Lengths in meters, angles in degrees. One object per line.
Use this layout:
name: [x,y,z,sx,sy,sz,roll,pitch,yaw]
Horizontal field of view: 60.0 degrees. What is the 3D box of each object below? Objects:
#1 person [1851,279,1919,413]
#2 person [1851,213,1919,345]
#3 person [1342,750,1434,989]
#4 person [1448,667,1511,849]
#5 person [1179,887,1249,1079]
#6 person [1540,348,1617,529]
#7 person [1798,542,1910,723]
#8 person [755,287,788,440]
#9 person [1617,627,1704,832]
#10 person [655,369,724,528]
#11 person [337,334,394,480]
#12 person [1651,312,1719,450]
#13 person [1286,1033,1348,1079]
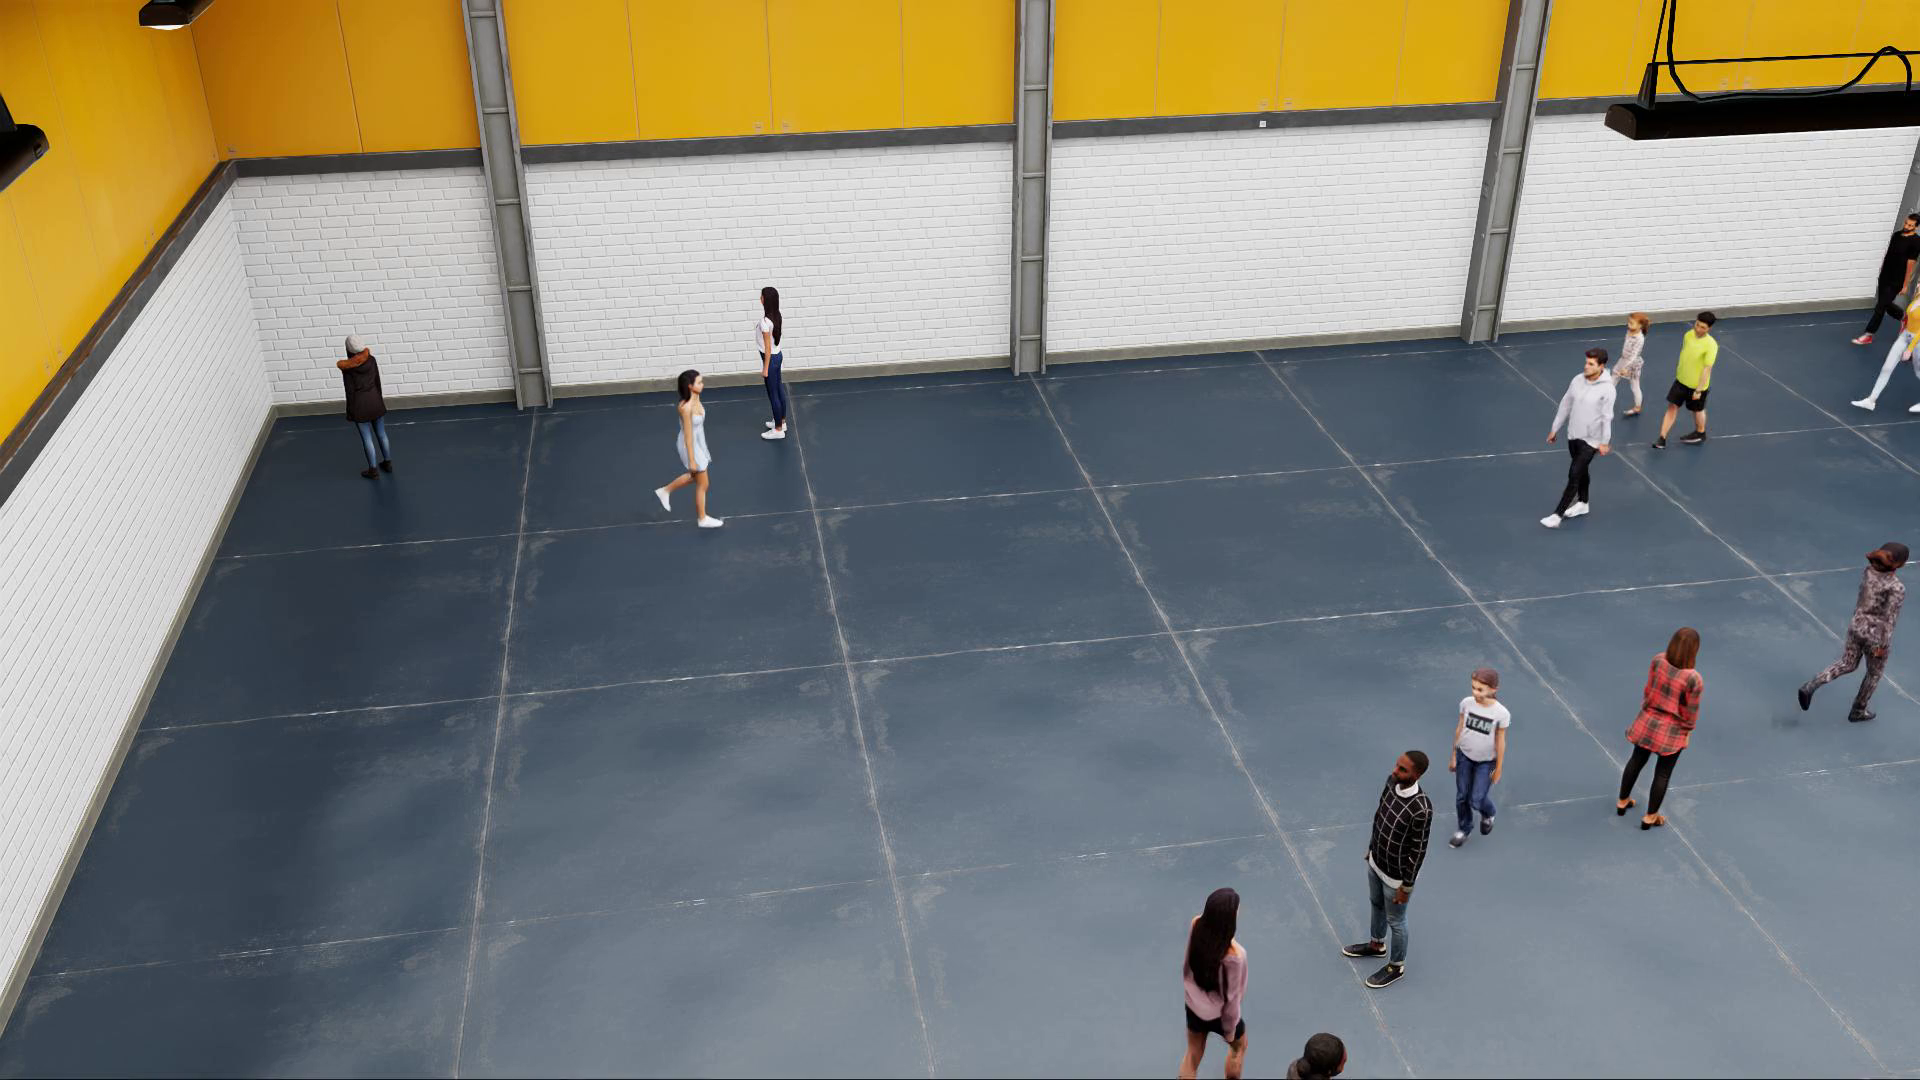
person: [11.083,-2.233,19.167,1.189,1.706,0.706,0,29,0]
person: [11.924,-3.298,21.103,1.051,1.723,0.650,-4,29,-8]
person: [2.894,2.142,11.027,0.583,1.821,0.680,-8,30,-14]
person: [3.861,1.577,12.352,0.717,1.543,0.786,20,35,32]
person: [1.412,2.823,9.807,0.895,1.793,0.815,-19,34,-31]
person: [6.386,-1.062,16.826,1.185,1.893,0.961,-16,32,-27]
person: [7.382,0.780,13.650,0.948,1.699,0.561,-4,29,-8]
person: [-2.101,-1.998,18.665,0.620,1.774,0.652,4,29,8]
person: [5.279,1.404,12.508,0.677,1.699,0.690,-17,33,-28]
person: [-2.784,-0.914,16.745,1.007,1.710,0.772,4,29,8]
person: [-6.355,-1.444,17.797,0.805,1.633,0.743,19,34,31]
person: [8.134,-1.771,18.392,1.162,1.637,0.897,-11,30,-19]
person: [2.017,3.309,9.057,0.604,1.659,0.721,-5,29,-9]
